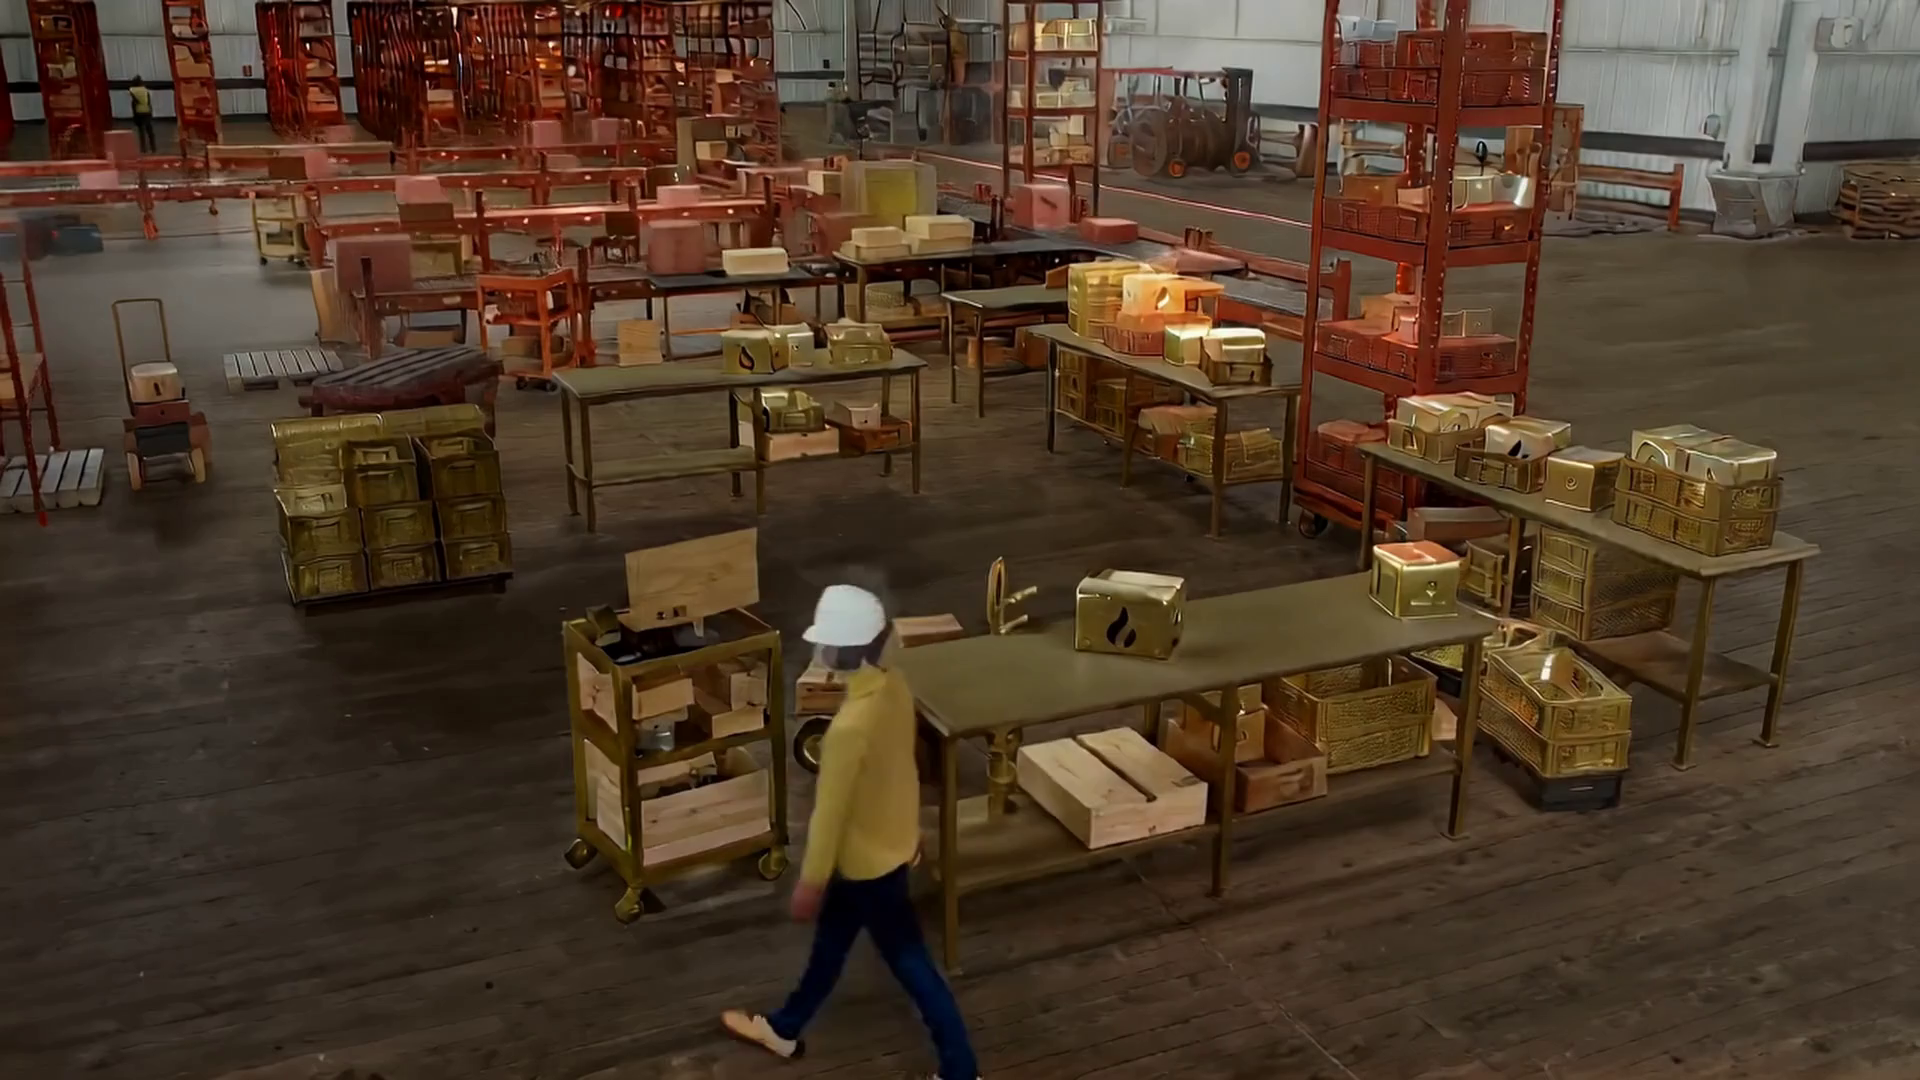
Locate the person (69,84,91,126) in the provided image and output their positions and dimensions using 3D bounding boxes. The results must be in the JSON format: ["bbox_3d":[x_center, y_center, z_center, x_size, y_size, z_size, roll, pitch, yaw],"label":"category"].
[{"bbox_3d":[-21.762,-10.596,41.229,0.999,1.954,0.628,6,19,19],"label":"person"}]

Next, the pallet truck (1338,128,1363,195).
[{"bbox_3d":[7.845,-7.140,31.411,1.522,1.261,0.704,-9,20,-25],"label":"pallet truck"}]

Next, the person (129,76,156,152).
[{"bbox_3d":[-20.326,-10.589,41.362,0.381,1.849,0.570,10,20,29],"label":"person"}]

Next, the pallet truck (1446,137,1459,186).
[{"bbox_3d":[9.184,-6.485,29.328,1.630,1.274,0.653,-8,19,-23],"label":"pallet truck"}]

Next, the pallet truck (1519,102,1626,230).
[{"bbox_3d":[9.972,-6.037,26.785,1.885,1.965,0.823,-9,20,-25],"label":"pallet truck"}]

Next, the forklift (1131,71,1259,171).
[{"bbox_3d":[4.998,-8.936,35.413,2.680,1.987,1.157,-9,20,-25],"label":"forklift"}]

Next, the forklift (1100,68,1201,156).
[{"bbox_3d":[4.082,-9.564,37.410,2.680,1.987,1.157,-8,19,-23],"label":"forklift"}]

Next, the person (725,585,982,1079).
[{"bbox_3d":[-0.334,0.962,5.180,0.917,1.712,0.537,4,18,11],"label":"person"}]

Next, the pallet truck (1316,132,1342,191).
[{"bbox_3d":[7.723,-7.504,32.656,1.601,1.201,0.680,-8,19,-23],"label":"pallet truck"}]

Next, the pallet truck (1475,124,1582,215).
[{"bbox_3d":[9.707,-6.455,28.103,1.885,1.965,0.823,-7,19,-20],"label":"pallet truck"}]

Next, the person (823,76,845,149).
[{"bbox_3d":[-3.211,-10.897,42.383,0.612,1.820,0.519,10,20,28],"label":"person"}]
